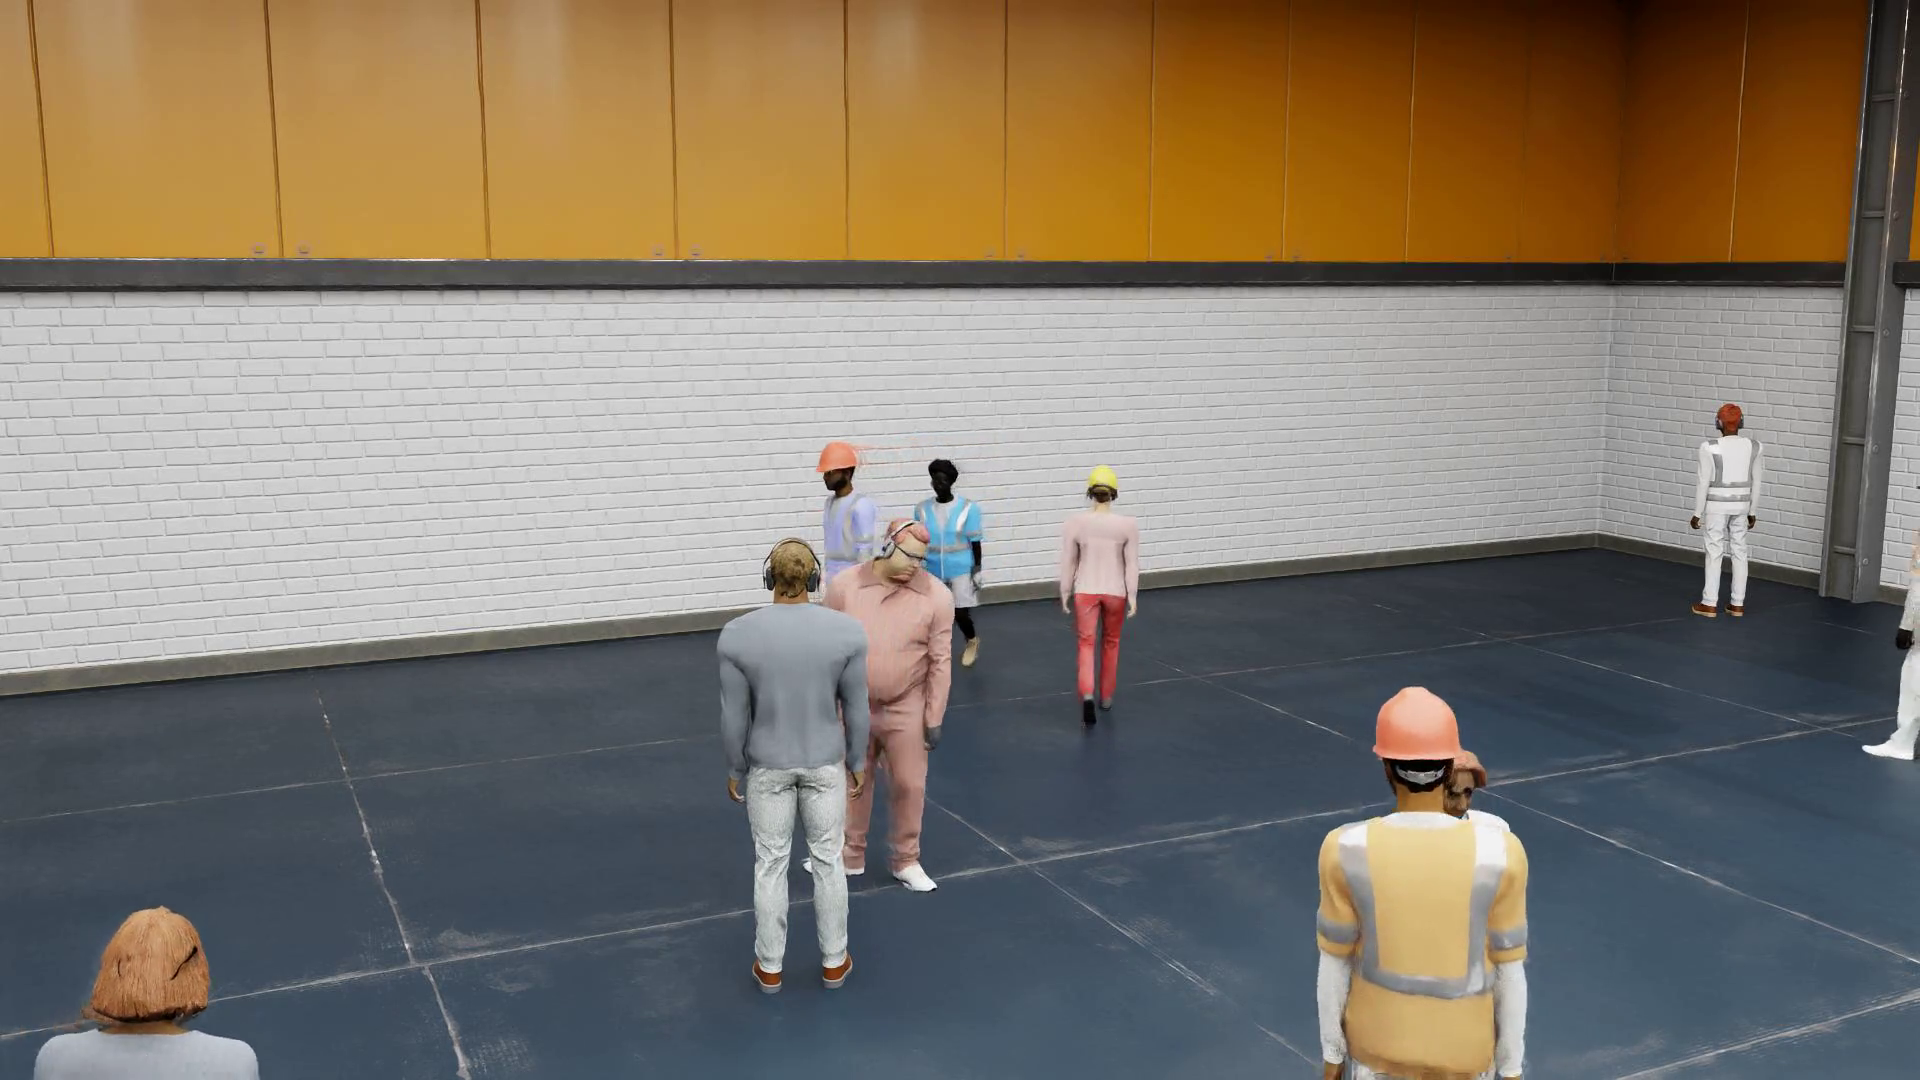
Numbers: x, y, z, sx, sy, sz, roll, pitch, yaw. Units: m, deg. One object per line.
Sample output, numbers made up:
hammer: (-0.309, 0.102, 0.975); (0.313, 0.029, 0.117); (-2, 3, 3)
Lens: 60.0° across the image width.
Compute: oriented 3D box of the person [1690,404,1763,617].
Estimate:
person: (6.737, -0.257, 14.640); (0.574, 1.887, 0.355); (0, 9, -2)

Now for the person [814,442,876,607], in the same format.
person: (-0.703, 0.293, 11.129); (0.638, 1.922, 0.571); (-7, 11, -35)

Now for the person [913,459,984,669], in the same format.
person: (-0.071, 0.218, 12.293); (0.556, 1.683, 0.493); (3, 9, 15)

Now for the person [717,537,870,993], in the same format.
person: (-0.693, 0.948, 7.005); (0.631, 1.940, 0.372); (-1, 9, -7)

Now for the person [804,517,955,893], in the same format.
person: (-0.438, 0.806, 8.118); (0.801, 1.874, 0.408); (2, 9, 12)

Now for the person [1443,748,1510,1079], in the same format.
person: (1.476, 1.399, 5.206); (0.537, 1.619, 0.384); (-2, 9, -12)

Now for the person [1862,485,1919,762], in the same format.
person: (5.992, 0.473, 10.087); (0.606, 1.894, 0.763); (-8, 12, -40)

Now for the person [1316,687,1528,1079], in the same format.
person: (1.232, 1.359, 4.487); (0.558, 1.925, 0.503); (3, 10, 16)

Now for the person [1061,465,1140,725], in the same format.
person: (0.945, 0.364, 11.247); (0.527, 1.742, 0.779); (1, 9, 4)

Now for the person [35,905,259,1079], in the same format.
person: (-1.851, 1.633, 3.809); (0.509, 1.599, 0.820); (-1, 9, -8)
